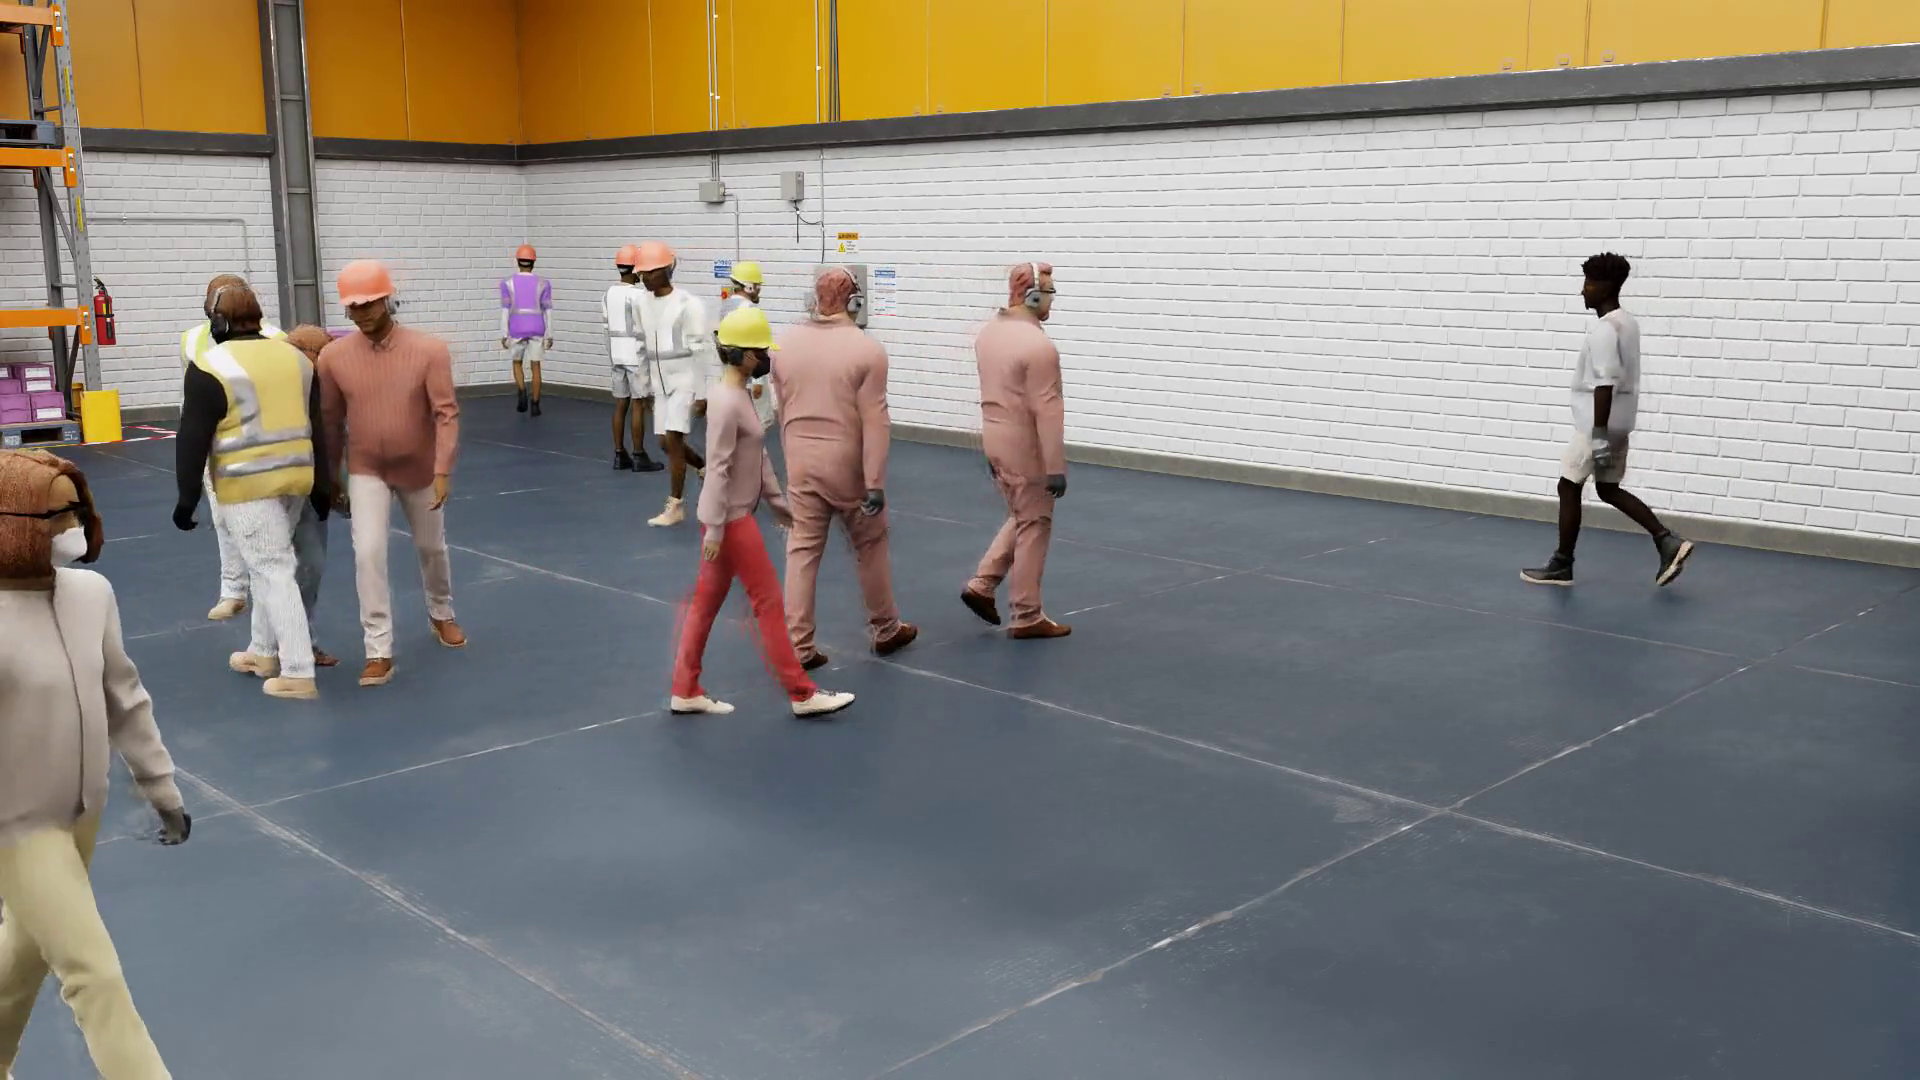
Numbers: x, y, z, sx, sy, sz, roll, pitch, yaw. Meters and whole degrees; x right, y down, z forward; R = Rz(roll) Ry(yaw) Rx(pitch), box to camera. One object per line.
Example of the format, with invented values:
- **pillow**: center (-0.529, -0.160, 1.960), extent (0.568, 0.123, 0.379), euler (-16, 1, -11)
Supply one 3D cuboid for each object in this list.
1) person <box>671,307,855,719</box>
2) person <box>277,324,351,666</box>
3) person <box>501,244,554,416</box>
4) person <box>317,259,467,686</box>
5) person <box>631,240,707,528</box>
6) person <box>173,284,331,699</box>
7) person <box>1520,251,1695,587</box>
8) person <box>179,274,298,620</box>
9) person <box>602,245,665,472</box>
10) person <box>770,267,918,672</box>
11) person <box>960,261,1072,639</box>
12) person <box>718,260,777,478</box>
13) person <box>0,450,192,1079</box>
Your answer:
- **person**: center (-0.839, -0.095, 6.928), extent (0.852, 1.726, 0.527), euler (-1, 10, -5)
- **person**: center (-3.051, -0.195, 7.760), extent (0.331, 1.614, 0.517), euler (2, 11, 13)
- **person**: center (-4.845, -2.345, 18.663), extent (0.573, 1.918, 0.439), euler (-2, 11, -13)
- **person**: center (-2.652, -0.352, 7.818), extent (0.642, 1.935, 0.953), euler (-2, 11, -11)
- **person**: center (-1.958, -1.102, 11.706), extent (0.618, 2.001, 0.810), euler (7, 12, 33)
- **person**: center (-3.157, -0.212, 7.356), extent (0.822, 1.801, 0.635), euler (4, 11, 22)
- **person**: center (3.731, -0.668, 9.472), extent (0.843, 1.940, 0.612), euler (8, 13, 37)
- **person**: center (-3.745, -0.468, 8.704), extent (0.641, 1.832, 0.431), euler (1, 10, 6)
- **person**: center (-2.805, -1.550, 14.280), extent (0.551, 1.934, 0.362), euler (9, 14, 40)
- **person**: center (-0.537, -0.341, 7.868), extent (0.671, 1.868, 0.922), euler (5, 12, 26)
- **person**: center (0.325, -0.429, 8.273), extent (0.436, 1.894, 0.678), euler (-5, 11, -24)
- **person**: center (-1.729, -1.351, 13.514), extent (0.536, 1.821, 0.601), euler (-8, 13, -36)
- **person**: center (-1.848, 0.599, 3.488), extent (0.844, 1.581, 0.522), euler (1, 10, 7)
